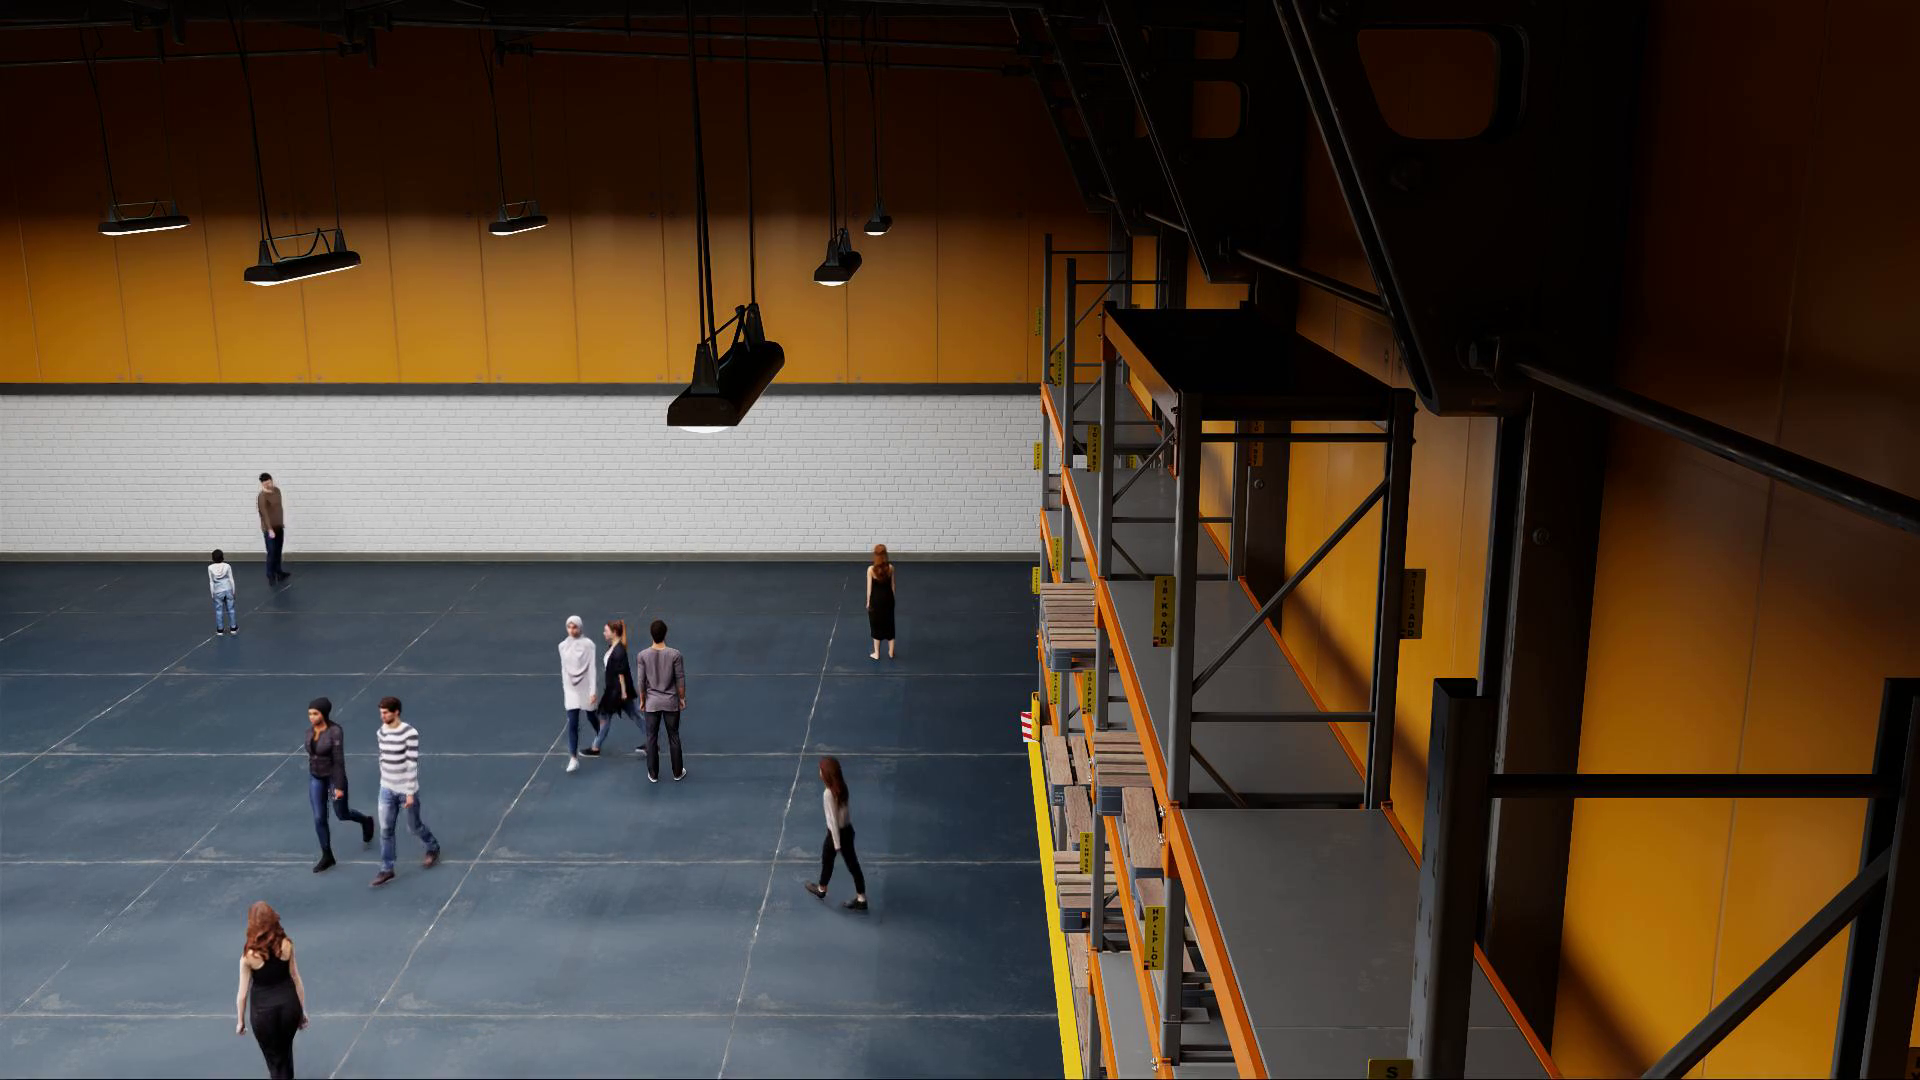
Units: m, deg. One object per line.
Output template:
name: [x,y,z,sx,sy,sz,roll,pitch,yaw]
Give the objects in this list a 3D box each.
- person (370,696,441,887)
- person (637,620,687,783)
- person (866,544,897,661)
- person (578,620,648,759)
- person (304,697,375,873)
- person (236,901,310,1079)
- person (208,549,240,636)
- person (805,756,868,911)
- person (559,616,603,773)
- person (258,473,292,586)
person: [-5.392,2.399,16.204,0.897,1.823,1.147,5,14,19]
person: [-3.340,1.796,18.628,0.699,1.853,0.576,-2,14,-7]
person: [-1.083,0.851,23.014,0.641,1.626,0.655,-5,14,-18]
person: [-3.862,1.750,19.289,0.896,1.633,1.136,-3,14,-14]
person: [-6.184,2.382,16.480,0.837,1.726,1.110,4,14,18]
person: [-4.903,3.468,11.995,0.871,1.726,0.942,-12,18,-40]
person: [-10.753,0.743,24.235,0.552,1.261,0.588,-6,15,-23]
person: [-1.059,2.774,15.493,0.890,1.427,0.959,5,15,21]
person: [-4.320,1.727,19.151,0.713,1.742,1.179,2,14,6]
person: [-11.123,-0.221,26.951,0.950,1.858,0.574,-1,14,-3]
